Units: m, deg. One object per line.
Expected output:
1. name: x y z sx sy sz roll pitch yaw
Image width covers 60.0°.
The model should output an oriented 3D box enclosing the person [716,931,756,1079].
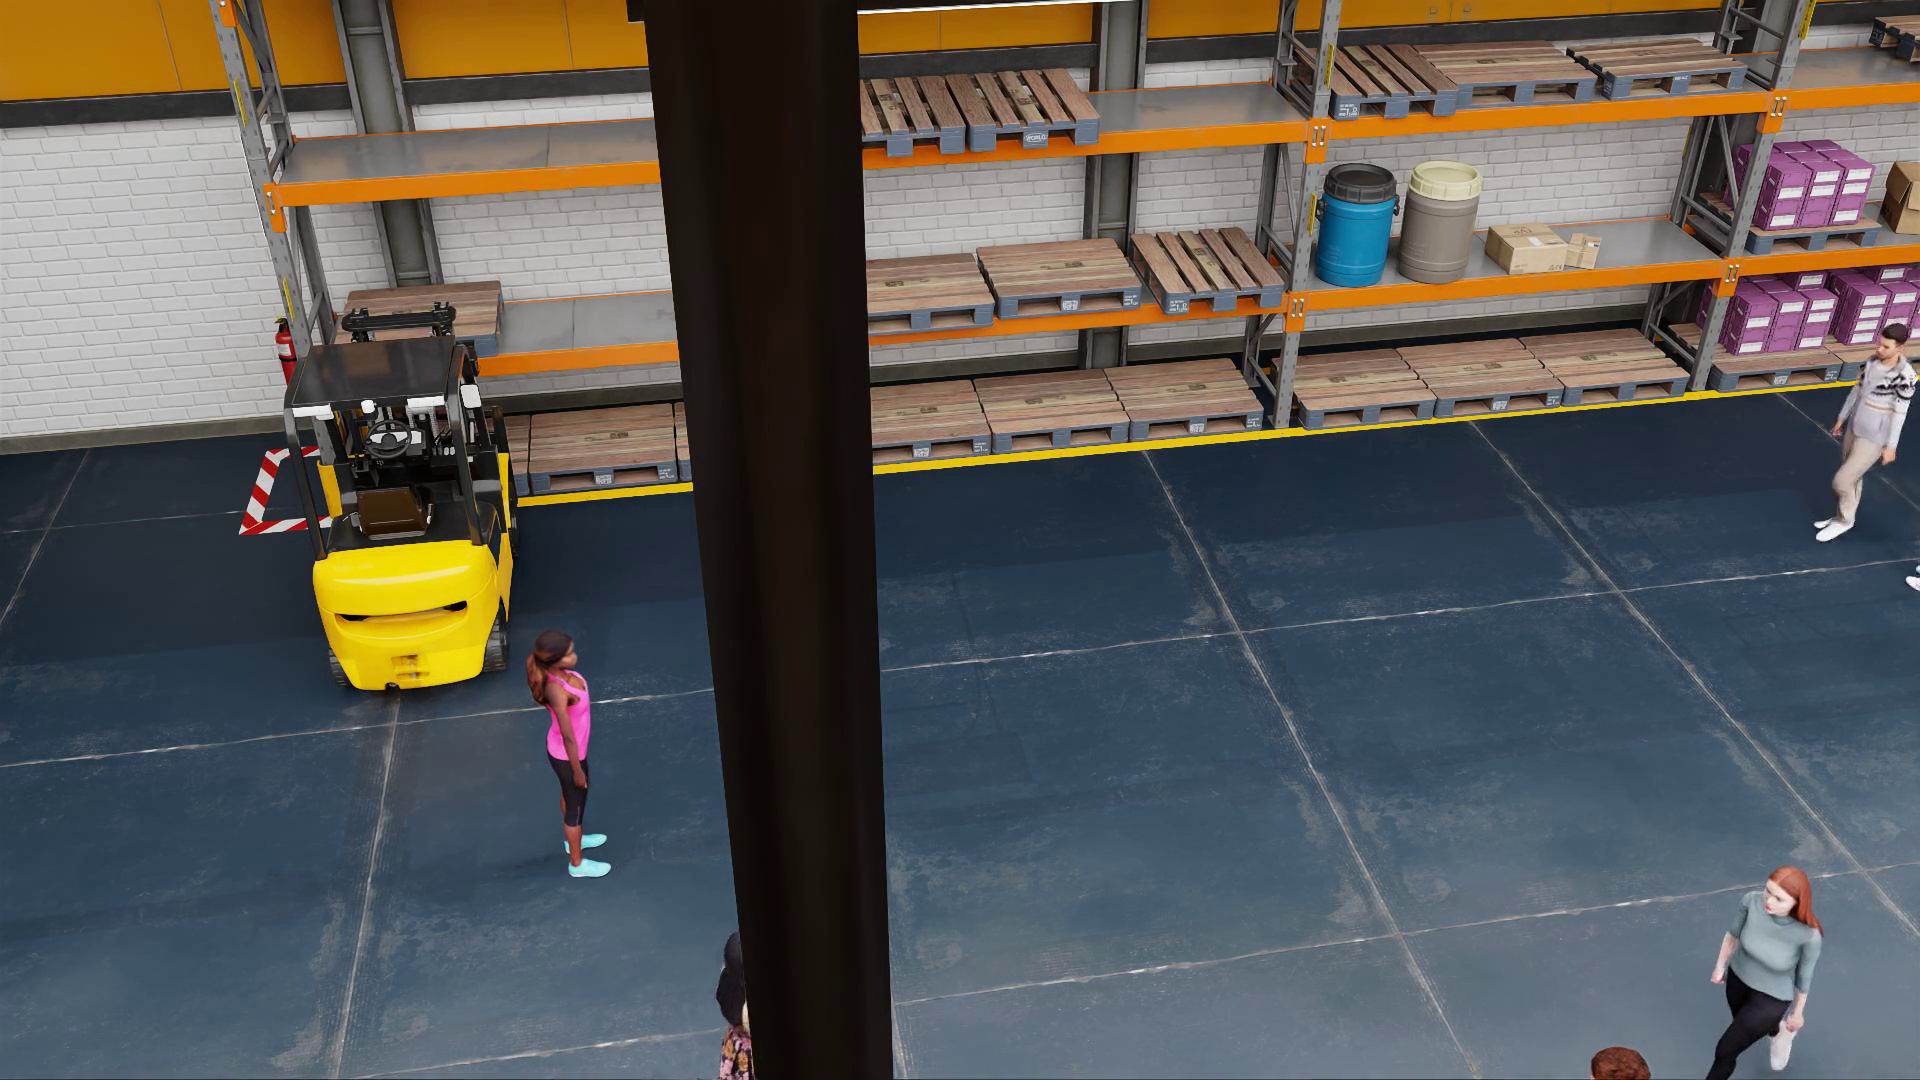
1. person: -1.032 2.508 7.857 1.000 1.758 0.837 -20 39 -27

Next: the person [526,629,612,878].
1. person: -2.309 1.239 9.798 0.549 1.724 0.569 -8 34 -11

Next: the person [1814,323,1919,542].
1. person: 7.088 -0.831 12.811 0.665 1.835 0.735 -3 34 -4

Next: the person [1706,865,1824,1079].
1. person: 4.039 2.238 8.313 1.219 1.703 0.894 -19 38 -26
